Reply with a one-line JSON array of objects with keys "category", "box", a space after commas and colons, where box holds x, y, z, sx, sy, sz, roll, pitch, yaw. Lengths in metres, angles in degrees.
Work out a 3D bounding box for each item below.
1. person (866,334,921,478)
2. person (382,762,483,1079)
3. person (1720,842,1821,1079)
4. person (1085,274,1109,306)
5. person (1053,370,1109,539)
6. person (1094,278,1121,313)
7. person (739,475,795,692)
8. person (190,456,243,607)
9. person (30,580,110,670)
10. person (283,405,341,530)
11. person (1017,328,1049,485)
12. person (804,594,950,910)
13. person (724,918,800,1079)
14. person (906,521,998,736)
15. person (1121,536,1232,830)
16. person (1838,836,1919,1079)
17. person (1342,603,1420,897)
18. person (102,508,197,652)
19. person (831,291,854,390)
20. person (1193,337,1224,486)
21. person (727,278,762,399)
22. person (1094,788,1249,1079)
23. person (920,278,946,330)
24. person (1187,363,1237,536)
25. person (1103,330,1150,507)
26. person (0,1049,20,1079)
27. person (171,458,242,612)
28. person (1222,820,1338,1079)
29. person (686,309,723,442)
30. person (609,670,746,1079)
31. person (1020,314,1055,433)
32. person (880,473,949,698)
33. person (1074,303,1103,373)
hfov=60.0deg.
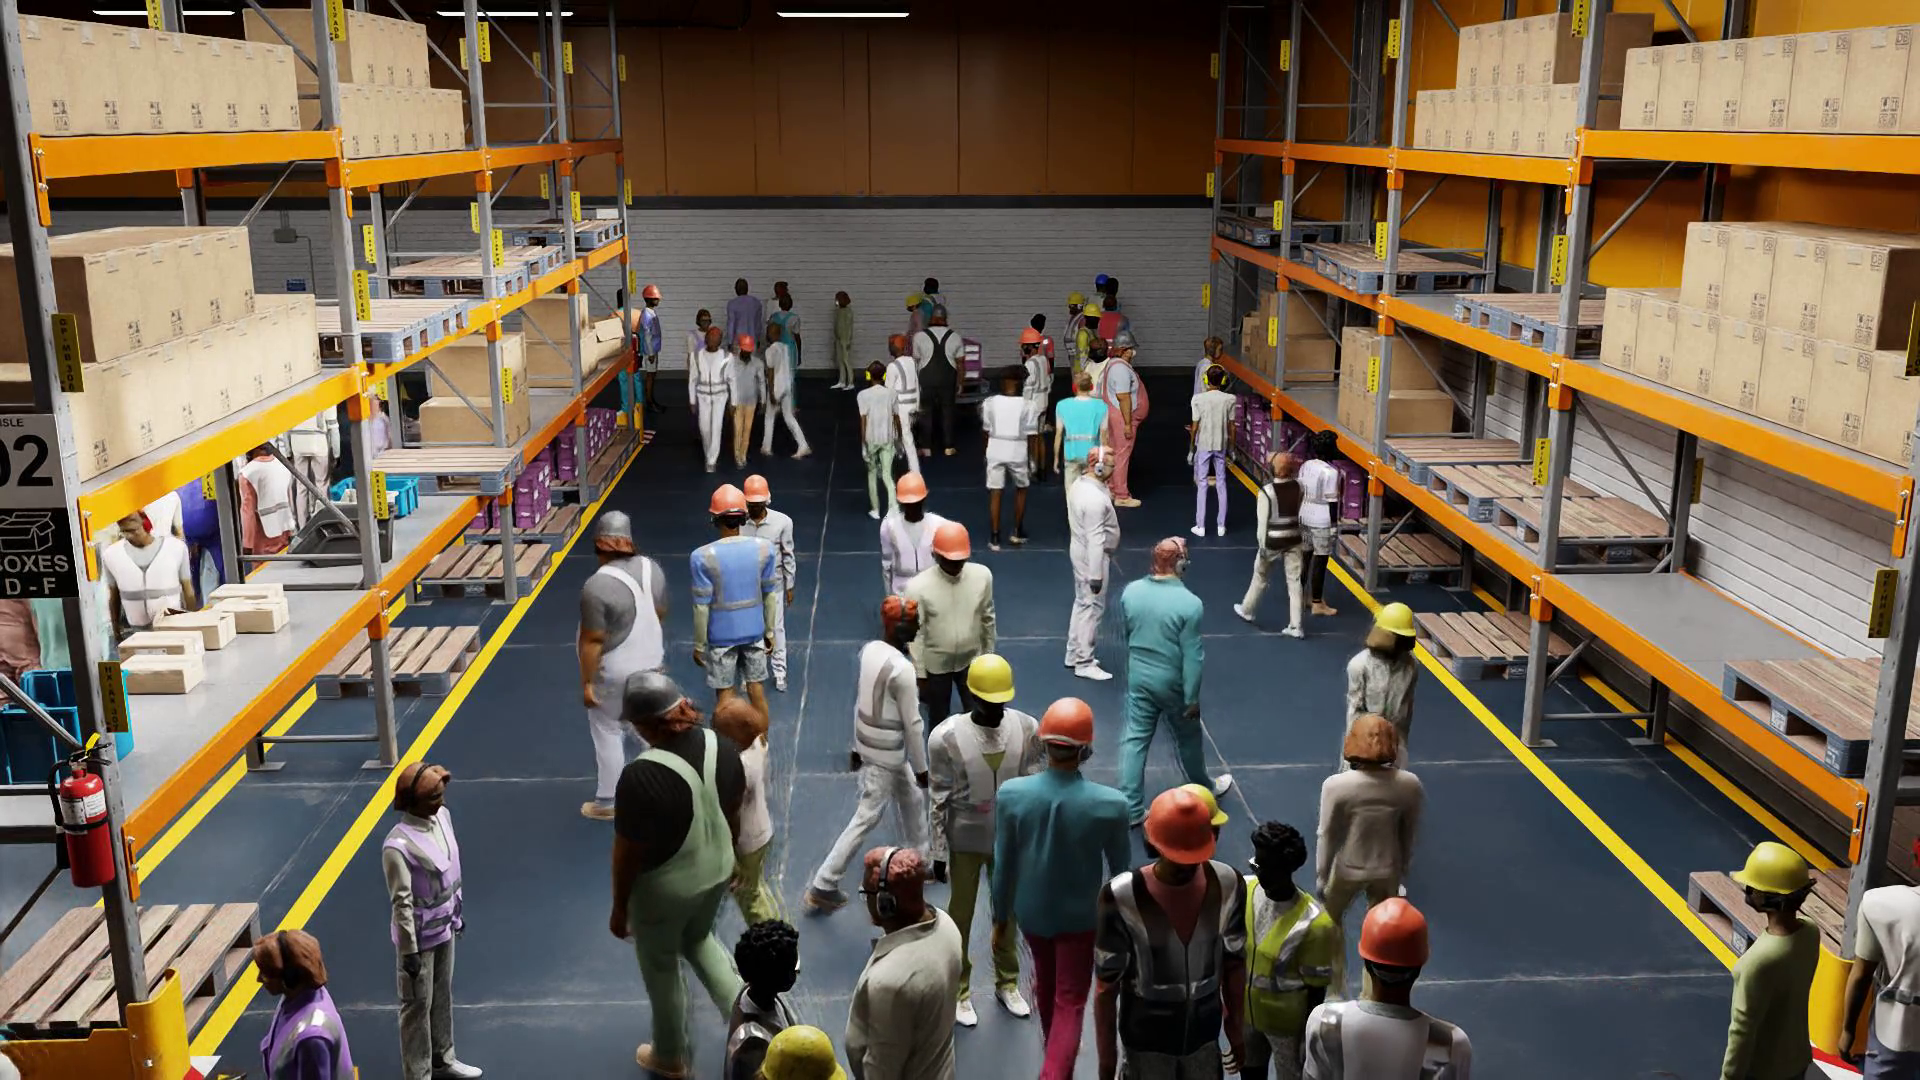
[{"category": "person", "box": [-0.837, -1.600, 20.383, 0.924, 1.843, 0.611, 7, 16, 26]}, {"category": "person", "box": [-2.408, 1.780, 7.531, 0.309, 1.640, 0.511, 2, 14, 7]}, {"category": "person", "box": [3.085, 2.001, 6.424, 0.525, 1.761, 0.340, -12, 19, -39]}, {"category": "person", "box": [2.282, -3.337, 27.009, 0.390, 1.945, 0.603, -12, 19, -40]}, {"category": "person", "box": [1.282, -0.867, 17.545, 0.596, 1.823, 0.468, 0, 14, -1]}, {"category": "person", "box": [2.370, -3.243, 26.709, 0.395, 1.913, 0.587, -10, 18, -35]}, {"category": "person", "box": [-1.565, 0.339, 12.979, 0.566, 1.744, 0.350, -1, 14, -2]}, {"category": "person", "box": [-6.411, -0.094, 14.360, 0.402, 1.908, 0.598, 8, 16, 29]}, {"category": "person", "box": [-5.684, 0.828, 10.705, 0.627, 1.929, 0.380, 8, 17, 30]}, {"category": "person", "box": [-6.917, -0.967, 17.781, 0.591, 1.911, 0.398, -1, 14, -4]}, {"category": "person", "box": [0.878, -1.626, 20.336, 0.380, 1.933, 0.545, 6, 16, 24]}, {"category": "person", "box": [-0.460, 1.204, 9.436, 0.980, 1.839, 0.572, -4, 15, -17]}, {"category": "person", "box": [-0.704, 2.151, 5.974, 0.320, 1.694, 0.534, -1, 14, -2]}, {"category": "person", "box": [-0.024, 0.814, 10.713, 0.646, 1.942, 0.777, -4, 15, -16]}, {"category": "person", "box": [1.374, 0.879, 10.603, 0.674, 1.863, 0.932, 13, 19, 42]}, {"category": "person", "box": [3.736, 1.954, 6.458, 0.563, 1.838, 0.388, 5, 15, 21]}, {"category": "person", "box": [2.439, 1.158, 9.832, 0.492, 1.708, 0.806, -4, 15, -14]}, {"category": "person", "box": [-5.765, 0.580, 11.948, 0.588, 1.799, 0.892, -4, 15, -17]}, {"category": "person", "box": [-1.934, -3.297, 27.477, 0.268, 1.633, 0.506, -9, 17, -32]}, {"category": "person", "box": [3.021, -1.565, 20.283, 0.354, 1.835, 0.517, -1, 14, -5]}, {"category": "person", "box": [-3.417, -3.180, 26.419, 0.626, 1.933, 0.370, -11, 18, -38]}, {"category": "person", "box": [0.816, 1.885, 6.344, 0.613, 2.033, 0.411, -4, 15, -14]}, {"category": "person", "box": [-0.478, -3.410, 27.498, 0.429, 1.846, 0.625, 6, 15, 22]}, {"category": "person", "box": [2.701, -0.966, 17.852, 0.535, 1.869, 0.314, -1, 14, -3]}, {"category": "person", "box": [1.926, -1.421, 19.296, 0.538, 2.000, 0.683, -2, 14, -8]}, {"category": "person", "box": [-3.259, 2.195, 5.585, 0.514, 1.809, 0.915, 5, 15, 19]}, {"category": "person", "box": [-6.504, -0.127, 14.218, 0.688, 2.000, 0.537, -4, 15, -14]}, {"category": "person", "box": [1.288, 1.938, 6.808, 0.319, 1.694, 0.535, -11, 18, -37]}, {"category": "person", "box": [-3.534, -2.283, 23.083, 0.511, 1.850, 0.349, -12, 18, -38]}, {"category": "person", "box": [-1.300, 1.536, 7.688, 0.645, 2.000, 0.710, 10, 17, 34]}, {"category": "person", "box": [1.114, -2.375, 23.731, 0.532, 1.696, 0.319, 7, 16, 25]}, {"category": "person", "box": [-0.323, 0.395, 12.514, 0.544, 1.888, 1.045, 0, 14, -2]}, {"category": "person", "box": [1.786, -2.330, 23.115, 0.400, 1.919, 0.590, 4, 15, 14]}]
